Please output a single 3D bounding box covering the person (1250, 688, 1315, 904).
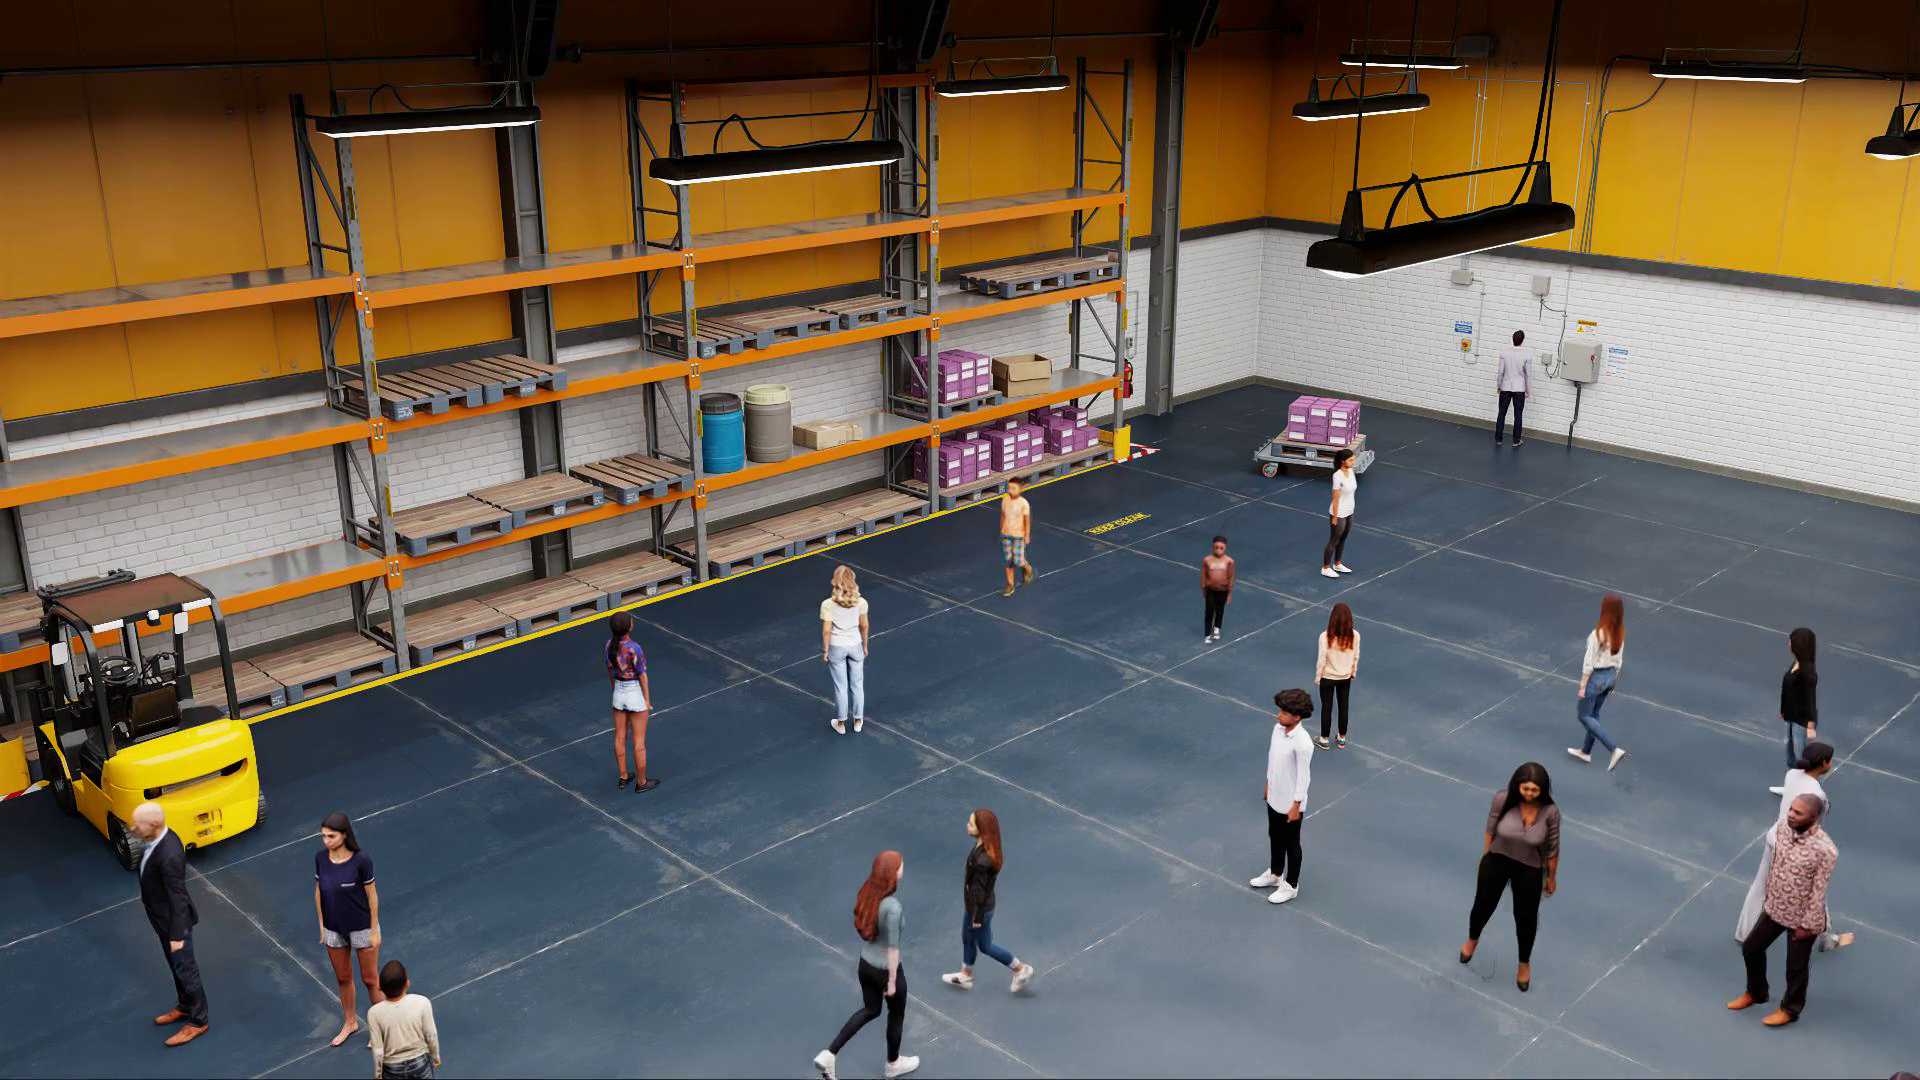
[{"bbox_3d":[2.624,2.025,13.344,0.702,1.810,0.708,-7,20,-21],"label":"person"}]

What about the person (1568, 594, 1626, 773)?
[{"bbox_3d":[6.006,1.353,15.490,0.937,1.714,0.820,-9,21,-25],"label":"person"}]

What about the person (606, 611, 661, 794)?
[{"bbox_3d":[-3.016,1.455,15.141,0.645,1.743,0.612,10,21,26],"label":"person"}]

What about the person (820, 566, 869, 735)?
[{"bbox_3d":[-1.117,1.074,16.303,0.652,1.723,0.770,-5,19,-16],"label":"person"}]

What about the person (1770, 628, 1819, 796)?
[{"bbox_3d":[7.565,1.608,14.879,0.899,1.620,0.782,-1,19,-2],"label":"person"}]

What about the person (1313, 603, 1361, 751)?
[{"bbox_3d":[3.618,1.302,16.002,0.617,1.484,0.711,-3,19,-10],"label":"person"}]

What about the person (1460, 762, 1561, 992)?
[{"bbox_3d":[4.055,2.418,12.155,0.895,1.825,0.892,7,20,19],"label":"person"}]

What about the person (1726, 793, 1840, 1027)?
[{"bbox_3d":[5.933,2.589,11.695,0.810,1.793,0.801,-7,20,-20],"label":"person"}]

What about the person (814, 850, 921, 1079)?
[{"bbox_3d":[-0.602,2.880,10.952,1.053,1.716,0.694,-13,22,-33],"label":"person"}]

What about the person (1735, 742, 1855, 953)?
[{"bbox_3d":[6.219,2.336,12.594,1.121,1.700,1.024,-1,19,-4],"label":"person"}]

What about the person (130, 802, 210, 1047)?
[{"bbox_3d":[-5.490,2.625,11.584,0.622,1.796,0.706,-13,23,-35],"label":"person"}]

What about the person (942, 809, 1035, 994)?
[{"bbox_3d":[0.220,2.641,12.060,0.962,1.462,0.920,1,19,3],"label":"person"}]

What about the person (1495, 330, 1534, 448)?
[{"bbox_3d":[8.806,-2.422,26.484,0.746,1.852,0.687,9,21,25],"label":"person"}]

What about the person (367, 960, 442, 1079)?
[{"bbox_3d":[-3.415,3.246,10.258,0.554,1.465,0.671,-8,20,-22],"label":"person"}]

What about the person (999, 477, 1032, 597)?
[{"bbox_3d":[0.674,-0.064,20.111,0.668,1.449,0.822,9,20,24],"label":"person"}]

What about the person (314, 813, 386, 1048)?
[{"bbox_3d":[-4.198,2.678,11.476,0.666,1.765,0.704,2,19,7],"label":"person"}]

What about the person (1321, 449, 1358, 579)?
[{"bbox_3d":[4.721,-0.341,20.639,0.628,1.638,0.470,15,24,38],"label":"person"}]

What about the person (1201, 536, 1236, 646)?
[{"bbox_3d":[2.902,0.537,18.671,0.788,1.230,0.913,3,19,10],"label":"person"}]
